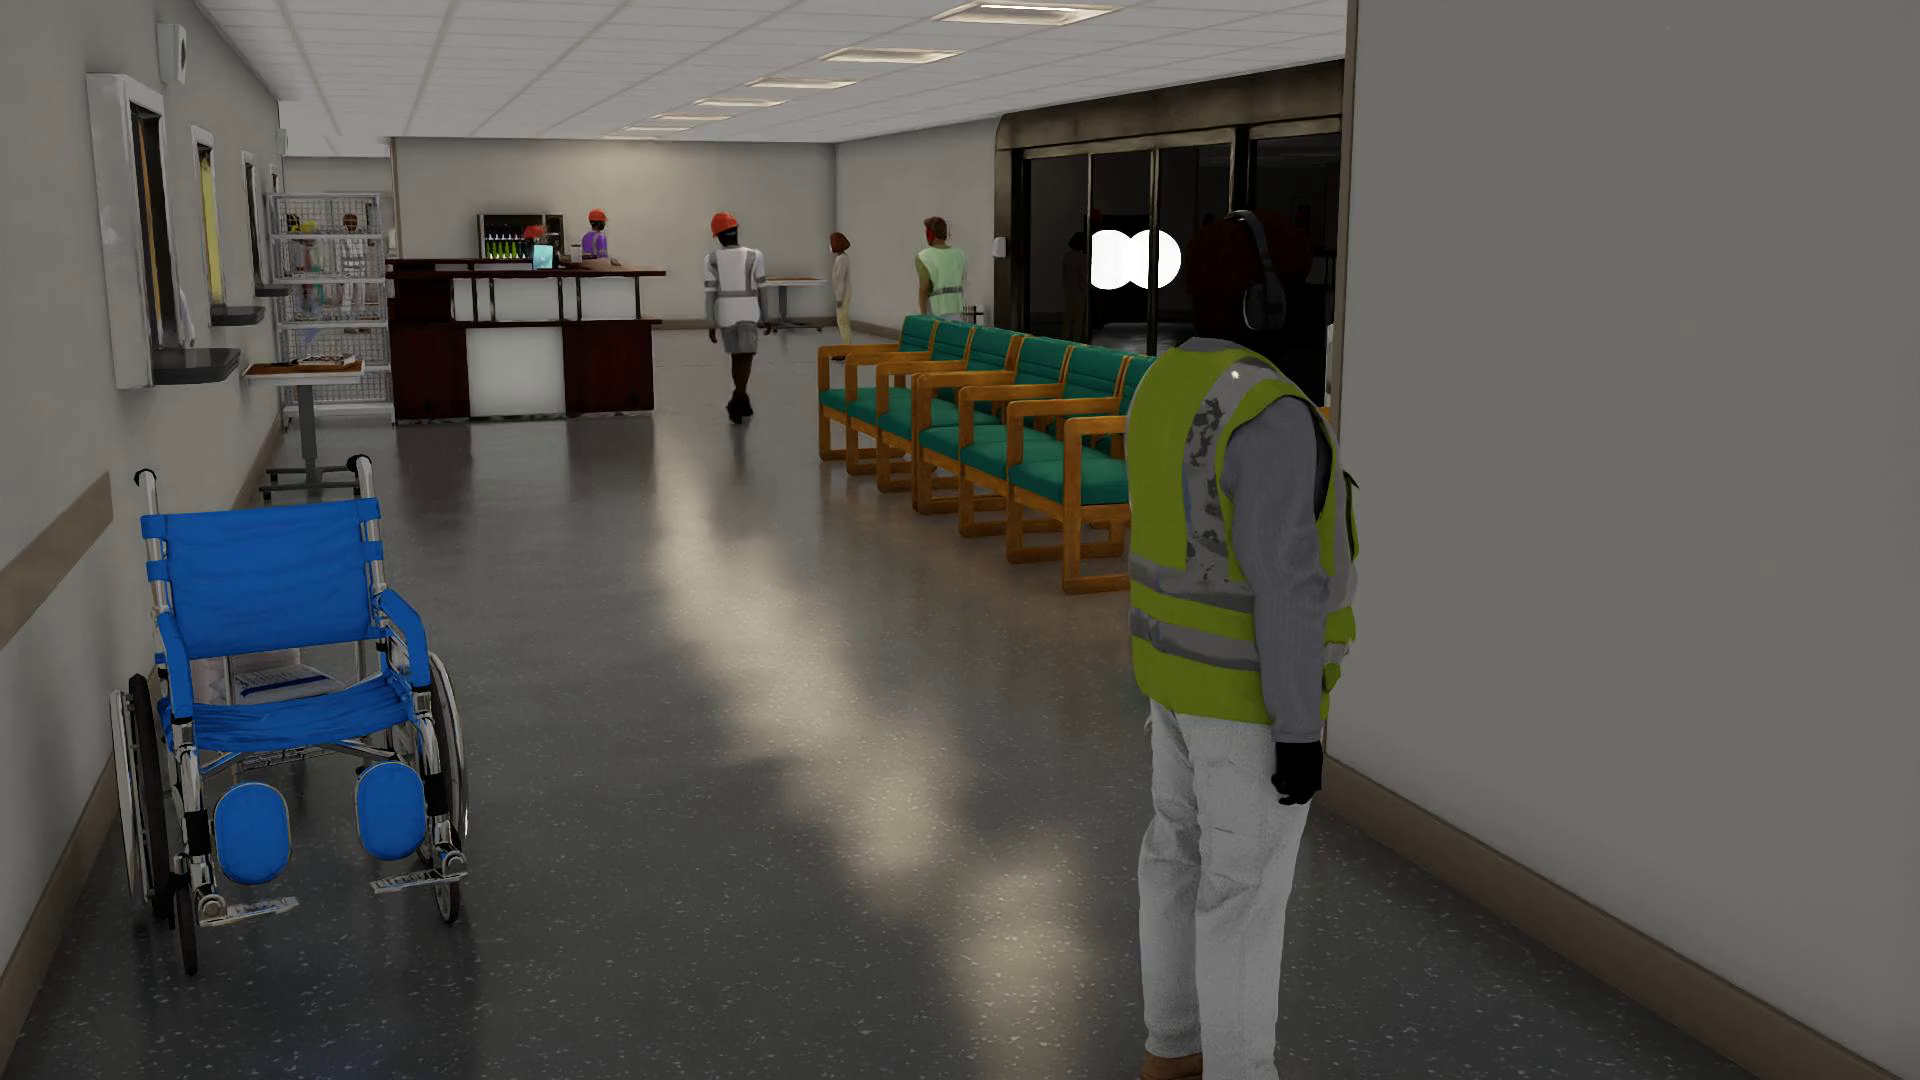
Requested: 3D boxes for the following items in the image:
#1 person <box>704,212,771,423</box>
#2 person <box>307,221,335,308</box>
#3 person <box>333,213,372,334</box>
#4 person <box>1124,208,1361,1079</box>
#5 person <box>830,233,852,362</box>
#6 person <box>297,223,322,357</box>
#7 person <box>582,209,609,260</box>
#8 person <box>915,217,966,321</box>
[{"bbox_3d":[-2.022,-2.002,14.958,0.553,1.876,0.973,1,11,4],"label":"person"},{"bbox_3d":[-12.816,-5.438,32.934,0.527,1.737,0.837,8,14,36],"label":"person"},{"bbox_3d":[-9.527,-4.174,26.100,0.351,1.878,0.568,7,13,32],"label":"person"},{"bbox_3d":[0.551,0.290,3.267,0.429,1.846,0.625,-3,12,-17],"label":"person"},{"bbox_3d":[-1.518,-3.095,21.210,0.286,1.627,0.504,0,11,1],"label":"person"},{"bbox_3d":[-8.019,-3.010,20.445,0.385,1.754,0.531,-5,12,-22],"label":"person"},{"bbox_3d":[-5.362,-3.929,24.668,0.373,1.939,0.545,-10,15,-43],"label":"person"},{"bbox_3d":[-0.184,-2.083,15.497,0.570,1.825,0.458,-8,13,-34],"label":"person"}]
